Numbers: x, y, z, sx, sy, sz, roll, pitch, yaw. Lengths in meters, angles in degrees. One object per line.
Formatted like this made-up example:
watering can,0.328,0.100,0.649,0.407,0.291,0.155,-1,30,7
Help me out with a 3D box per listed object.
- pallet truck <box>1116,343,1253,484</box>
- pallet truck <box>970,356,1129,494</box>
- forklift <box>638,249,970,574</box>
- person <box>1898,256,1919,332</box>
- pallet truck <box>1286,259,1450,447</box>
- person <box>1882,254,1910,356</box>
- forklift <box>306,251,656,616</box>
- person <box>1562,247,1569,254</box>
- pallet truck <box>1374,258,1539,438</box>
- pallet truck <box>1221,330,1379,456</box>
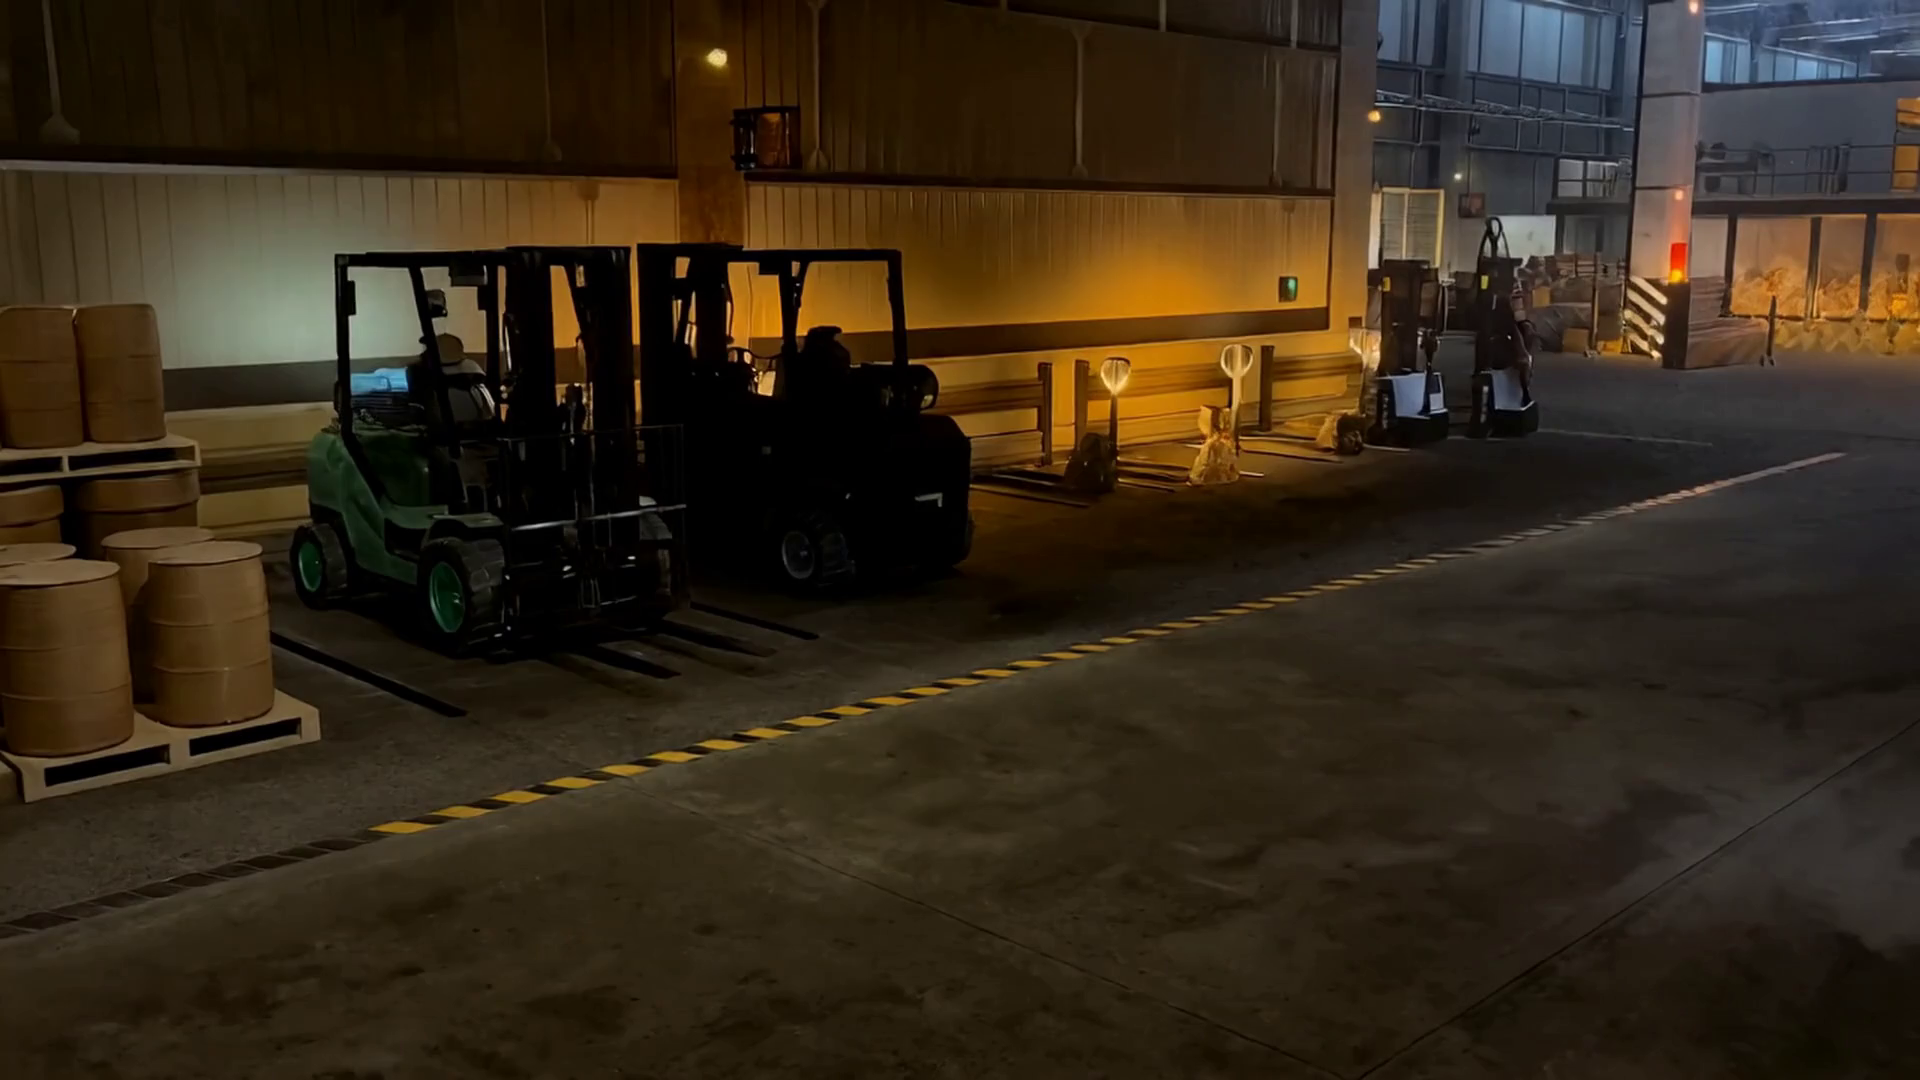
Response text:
pallet truck,1.962,-1.215,15.415,1.522,1.261,0.704,10,14,43
pallet truck,0.784,-1.085,14.876,0.680,1.201,1.601,-10,14,-44
forklift,-1.173,-0.958,11.239,2.680,1.987,1.157,10,14,43
person,22.309,-5.816,38.811,0.705,1.914,0.549,5,11,25
pallet truck,4.493,-2.078,18.196,0.823,1.965,1.885,-9,14,-40
person,17.461,-4.370,30.996,0.586,1.883,0.340,-10,14,-44
forklift,-2.833,-0.669,9.694,1.157,1.987,2.680,-10,14,-44
person,15.577,-6.607,43.080,0.595,1.925,0.374,-10,14,-44
pallet truck,5.704,-2.208,18.901,1.885,1.965,0.823,10,14,43
pallet truck,3.563,-1.581,17.381,0.653,1.274,1.630,-10,14,-44
